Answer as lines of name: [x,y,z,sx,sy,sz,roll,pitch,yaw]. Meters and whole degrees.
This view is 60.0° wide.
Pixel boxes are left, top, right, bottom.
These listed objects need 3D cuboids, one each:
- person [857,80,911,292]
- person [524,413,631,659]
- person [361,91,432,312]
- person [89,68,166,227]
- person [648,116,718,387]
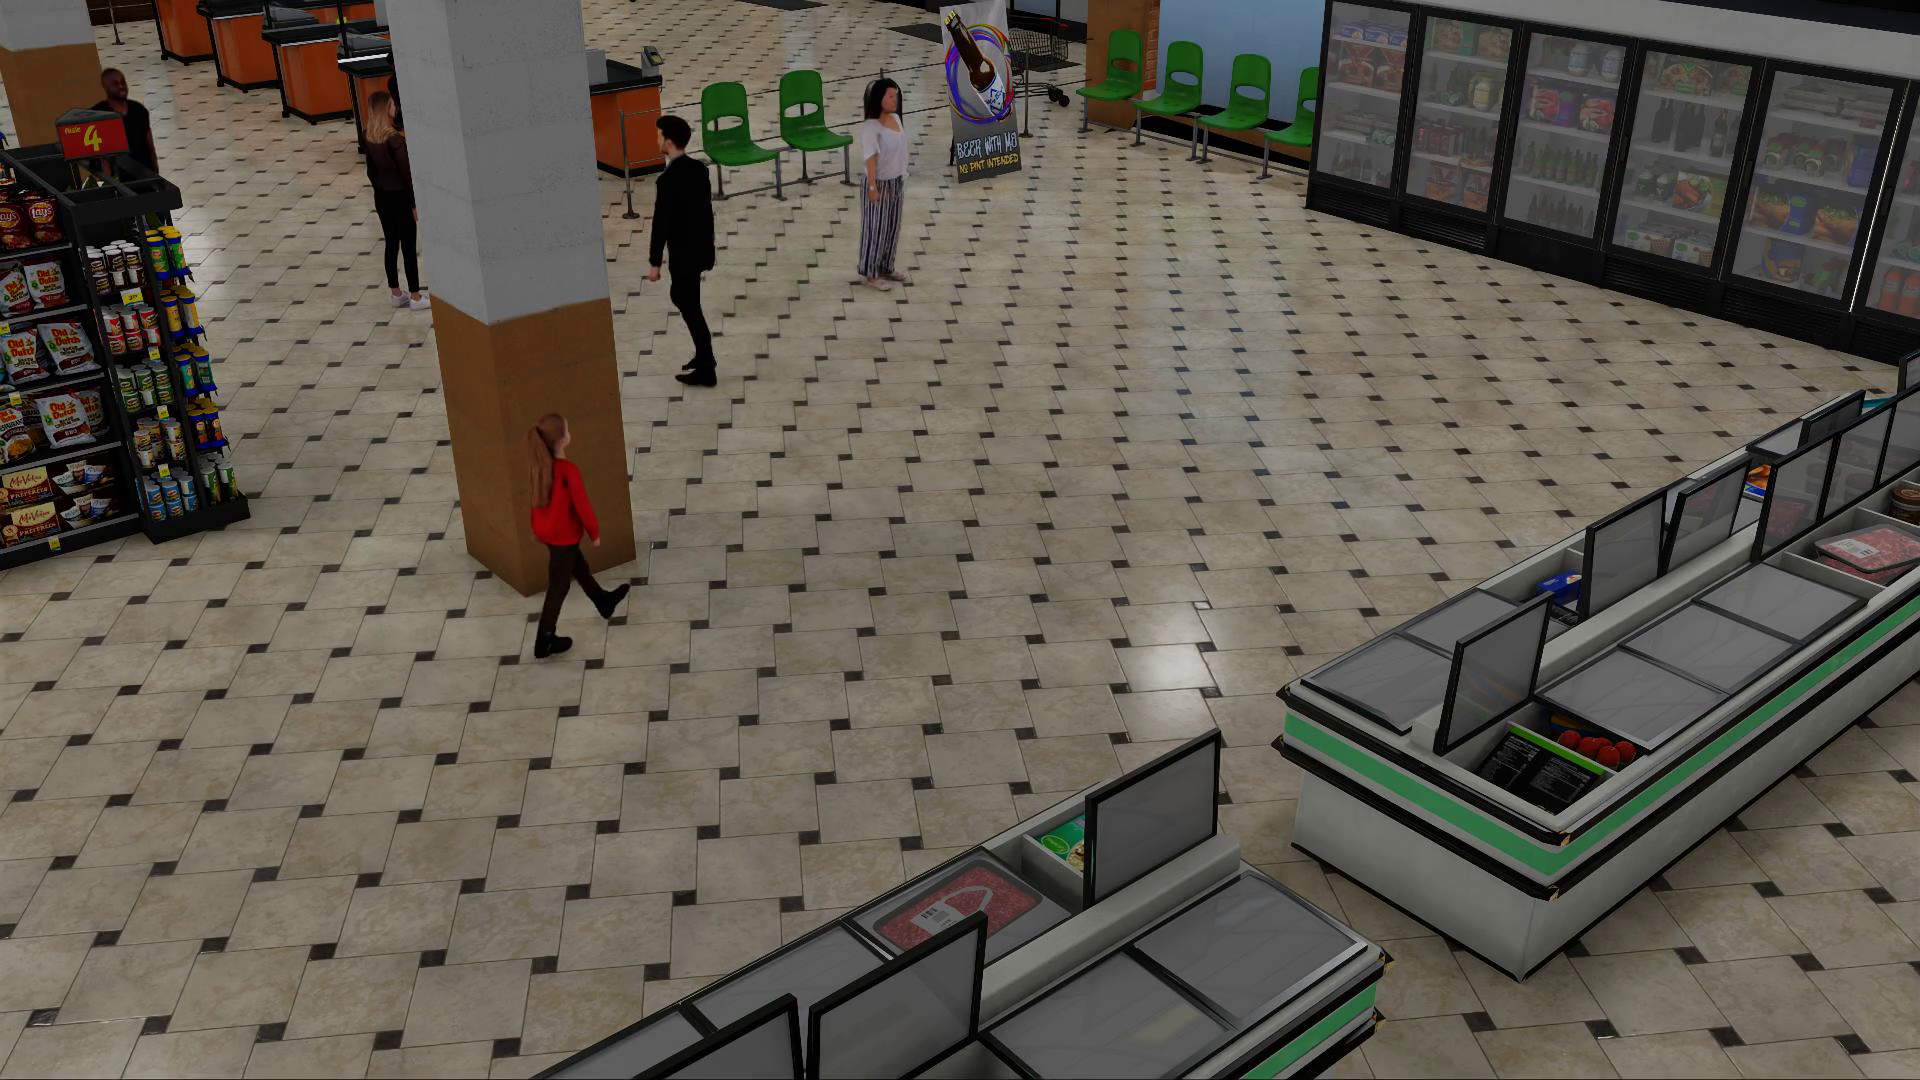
person: [-0.625,-2.899,13.513,0.843,1.679,0.721,12,29,22]
person: [-2.023,0.001,8.267,0.612,1.252,0.934,21,33,35]
person: [-4.416,-2.641,12.976,0.660,1.705,0.608,16,31,29]
person: [-6.628,-2.819,13.230,0.862,1.792,1.132,20,33,34]
person: [-1.791,-1.951,11.429,0.874,1.874,0.772,8,28,15]
